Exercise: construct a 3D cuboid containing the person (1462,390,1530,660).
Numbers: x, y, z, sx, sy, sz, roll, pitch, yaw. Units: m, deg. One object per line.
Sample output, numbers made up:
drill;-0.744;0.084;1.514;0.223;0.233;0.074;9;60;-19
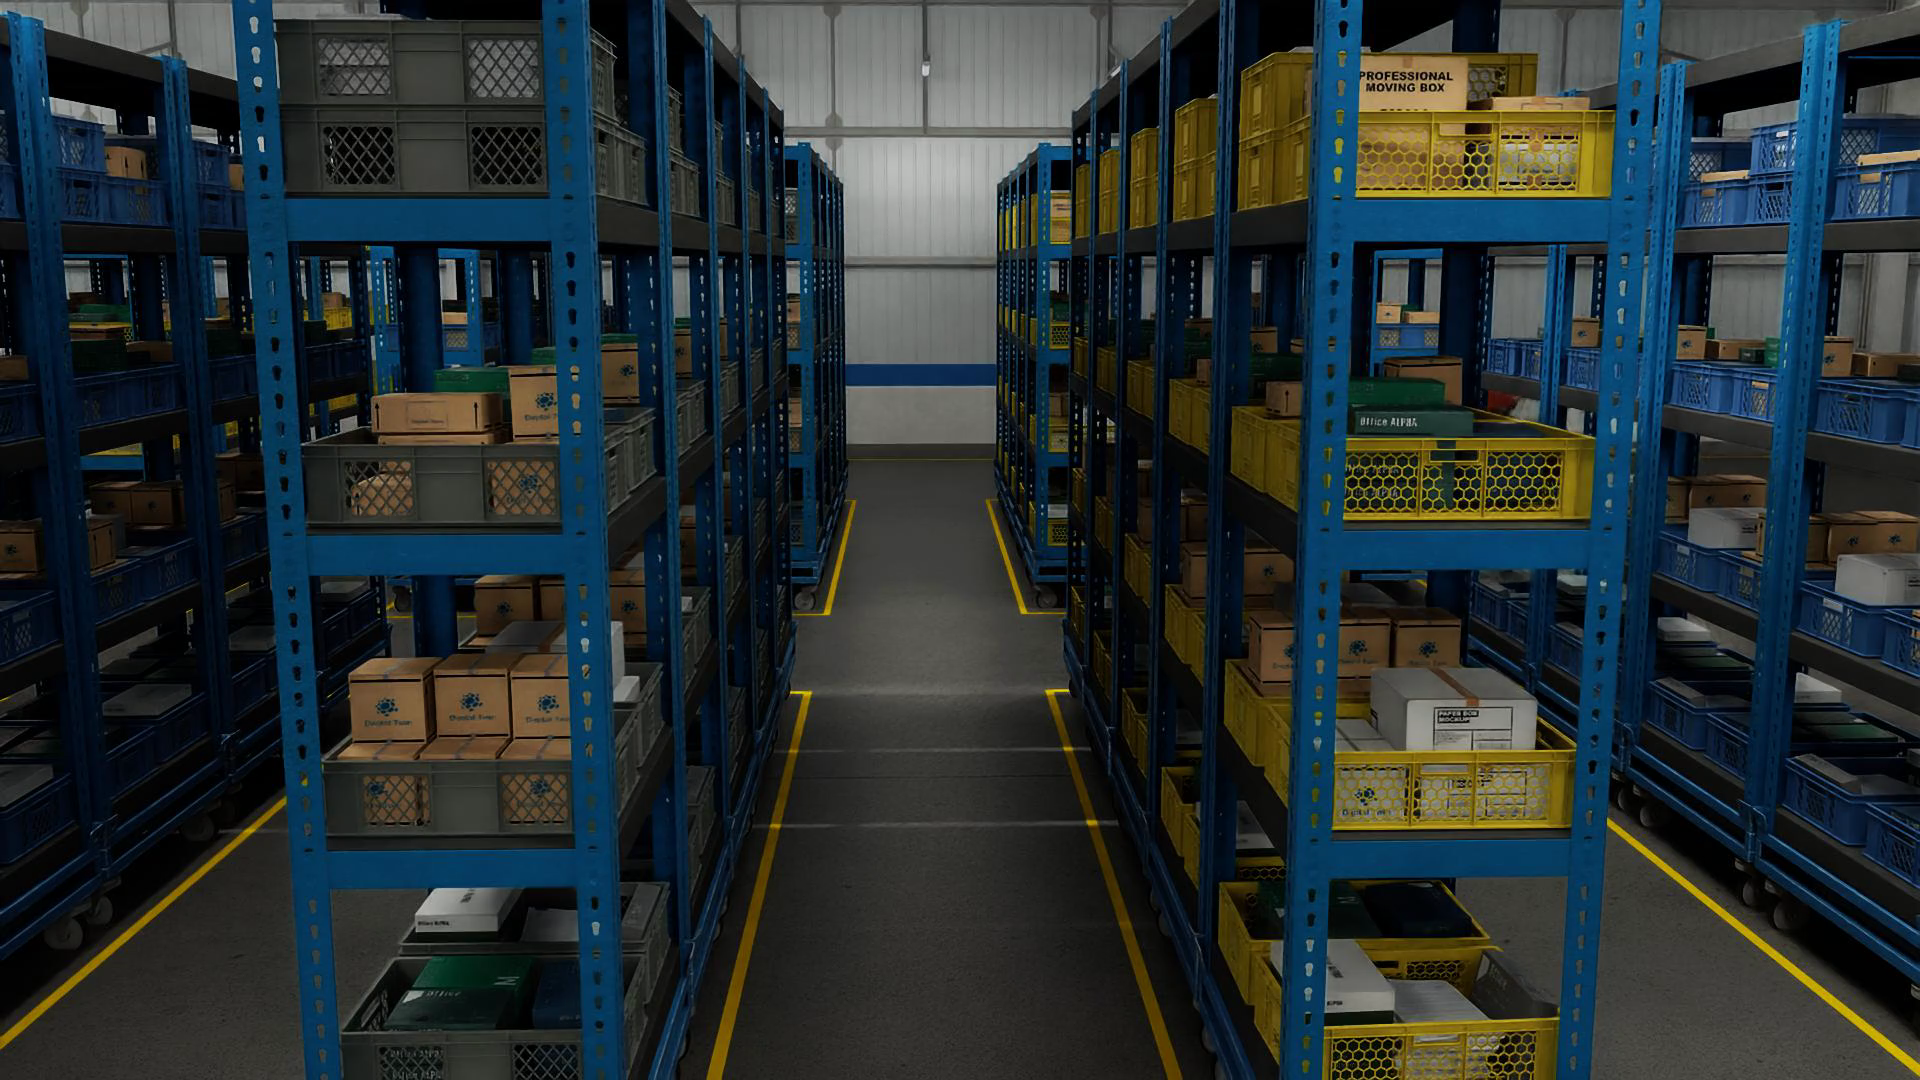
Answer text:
person;3.725;-0.113;11.168;0.924;1.956;0.634;3;10;20
